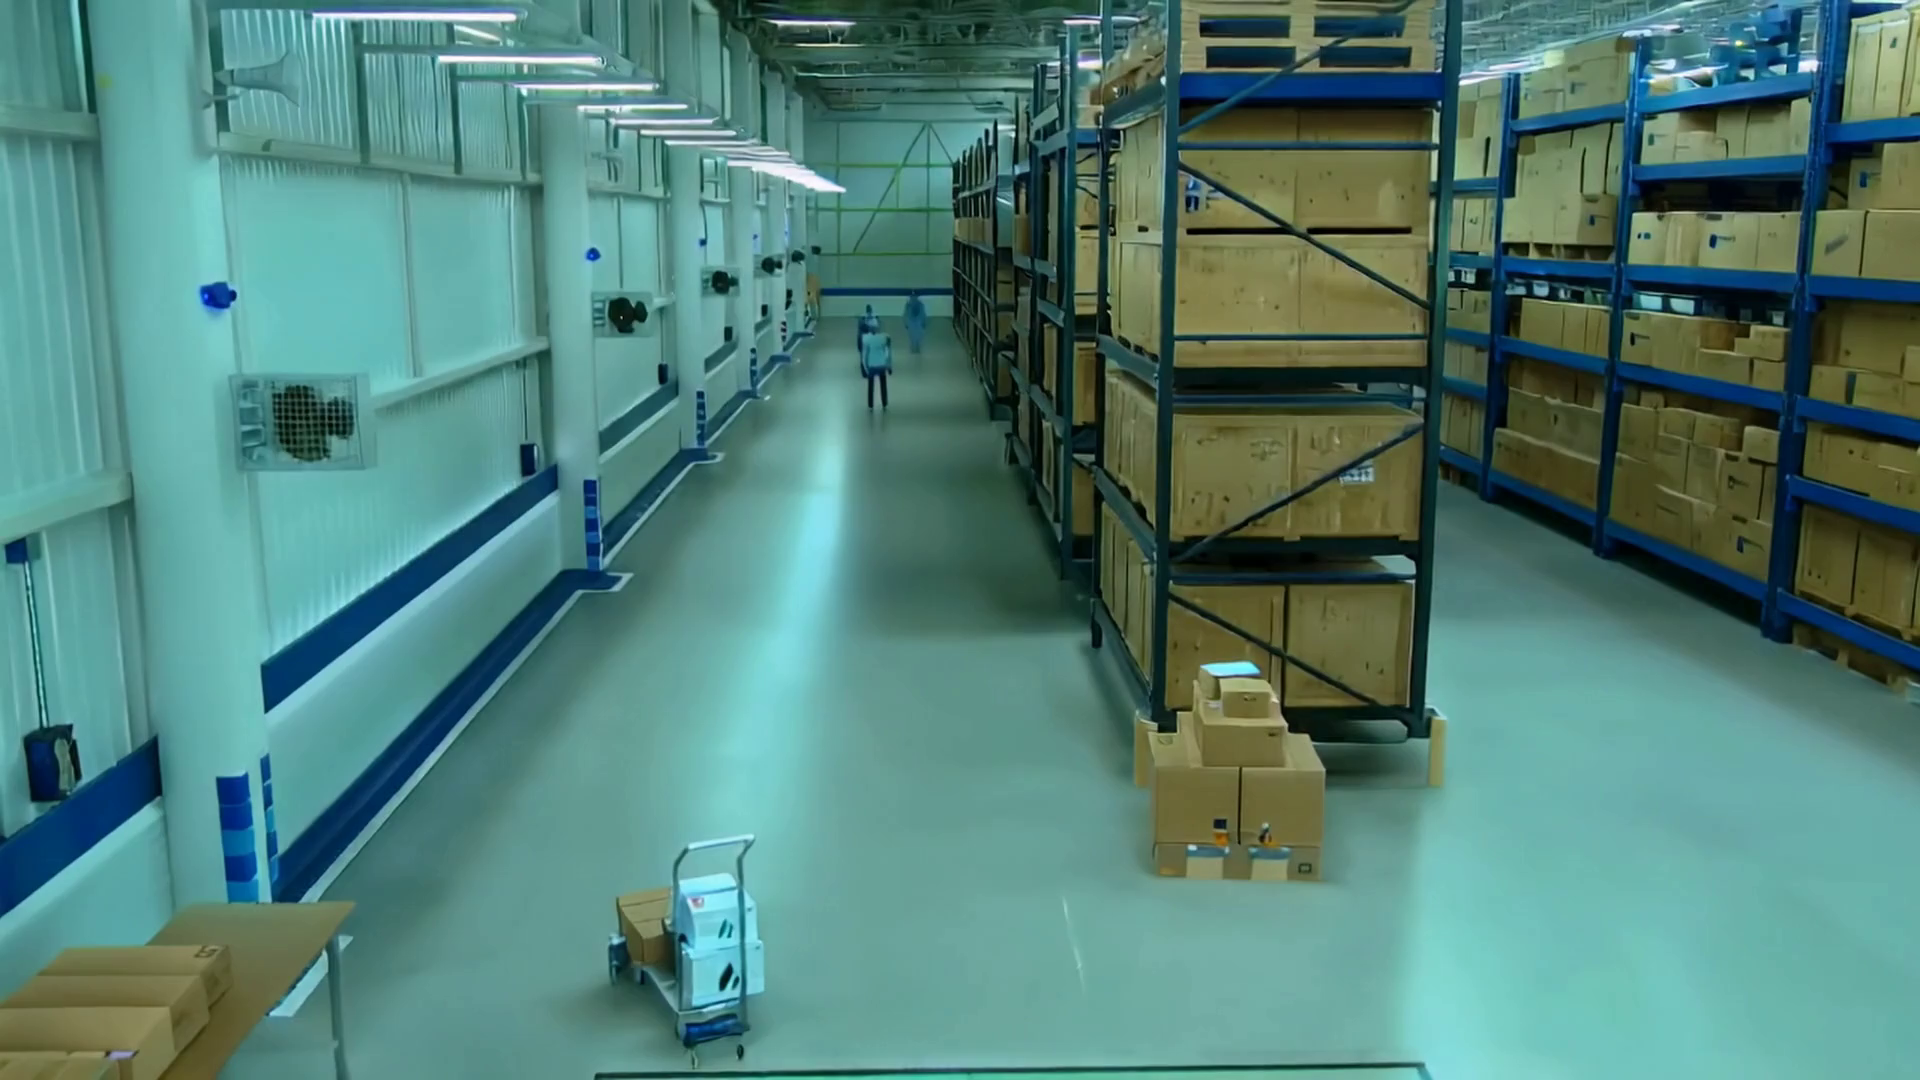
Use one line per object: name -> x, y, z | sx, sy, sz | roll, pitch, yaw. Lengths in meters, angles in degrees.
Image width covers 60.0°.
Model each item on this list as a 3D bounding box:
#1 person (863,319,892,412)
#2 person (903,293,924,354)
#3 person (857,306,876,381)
person -> -1.770, -3.738, 35.635 | 0.613, 1.988, 0.404 | -1, 11, -4
person -> -1.415, -6.638, 51.038 | 0.648, 1.868, 0.853 | 0, 11, -1
person -> -2.329, -5.038, 42.609 | 0.600, 1.906, 0.411 | -2, 11, -9
